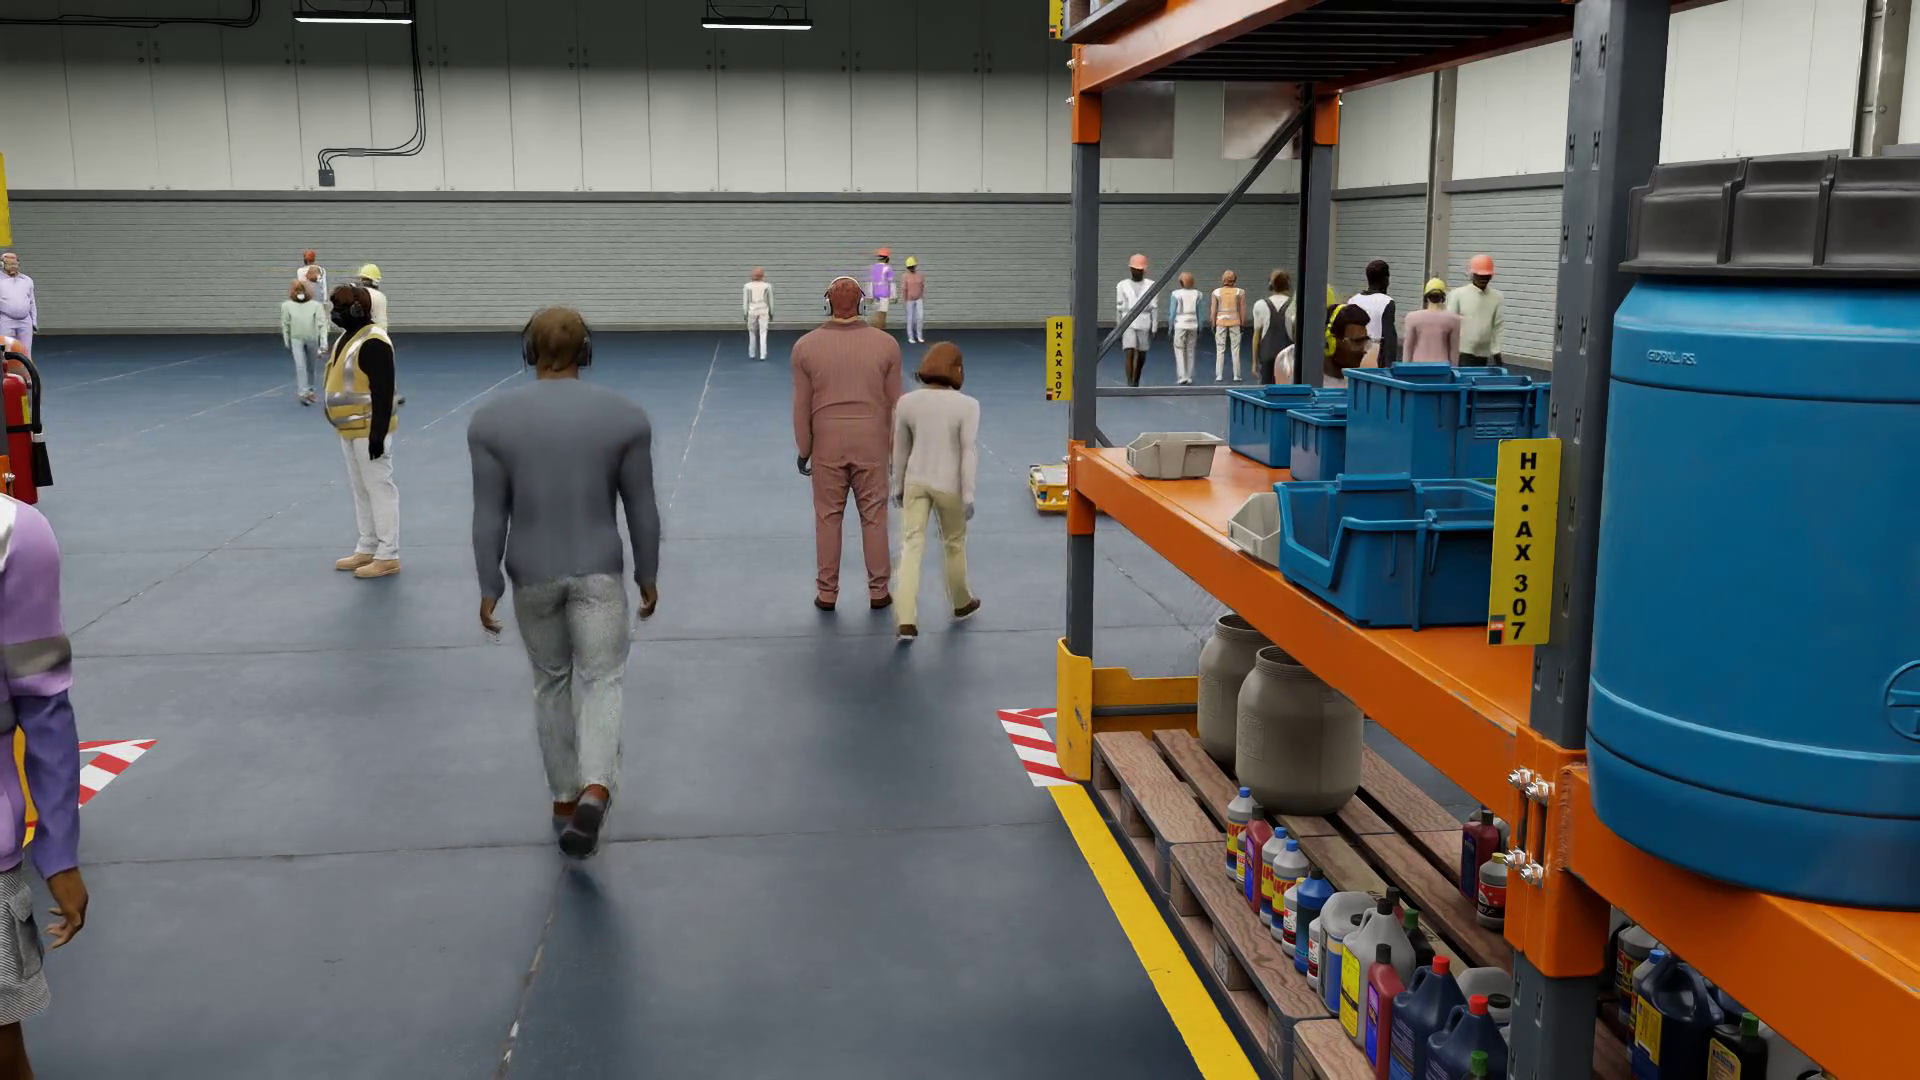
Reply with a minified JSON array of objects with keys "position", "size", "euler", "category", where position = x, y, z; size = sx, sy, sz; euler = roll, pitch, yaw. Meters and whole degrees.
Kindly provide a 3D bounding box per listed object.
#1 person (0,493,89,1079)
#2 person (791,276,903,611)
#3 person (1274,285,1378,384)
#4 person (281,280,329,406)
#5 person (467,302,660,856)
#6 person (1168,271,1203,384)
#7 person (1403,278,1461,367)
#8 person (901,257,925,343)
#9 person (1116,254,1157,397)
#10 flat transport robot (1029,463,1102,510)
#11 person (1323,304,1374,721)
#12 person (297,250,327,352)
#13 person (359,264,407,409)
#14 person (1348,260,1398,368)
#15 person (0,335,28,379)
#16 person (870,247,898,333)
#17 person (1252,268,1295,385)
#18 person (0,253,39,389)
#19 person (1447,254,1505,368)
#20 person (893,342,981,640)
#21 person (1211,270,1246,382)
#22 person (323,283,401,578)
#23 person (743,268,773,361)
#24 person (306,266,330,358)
[{"position":[-1.922,0.577,3.004],"size":[0.614,2.042,0.373],"euler":[-4,11,-23],"category":"person"},{"position":[-0.635,-0.543,9.505],"size":[0.642,1.913,0.410],"euler":[-1,10,-5],"category":"person"},{"position":[1.952,-0.432,8.912],"size":[0.644,1.898,0.450],"euler":[9,13,40],"category":"person"},{"position":[-8.327,-2.507,21.164],"size":[0.518,1.575,0.886],"euler":[-4,11,-23],"category":"person"},{"position":[-1.367,0.139,5.779],"size":[0.642,1.919,0.829],"euler":[-2,10,-9],"category":"person"},{"position":[3.277,-3.070,24.146],"size":[0.527,1.648,0.338],"euler":[-3,11,-18],"category":"person"},{"position":[4.526,-1.635,15.993],"size":[0.533,1.728,0.603],"euler":[2,11,10],"category":"person"},{"position":[-0.947,-4.797,33.333],"size":[0.535,1.716,0.631],"euler":[-4,11,-20],"category":"person"},{"position":[2.374,-2.907,22.468],"size":[0.553,1.911,0.782],"euler":[0,10,1],"category":"person"},{"position":[0.920,-0.435,13.411],"size":[0.652,0.197,1.431],"euler":[0,10,-1],"category":"flat transport robot"},{"position":[1.573,-0.122,7.370],"size":[0.583,1.848,0.526],"euler":[9,14,41],"category":"person"},{"position":[-11.935,-4.388,30.657],"size":[0.351,1.884,0.581],"euler":[6,12,31],"category":"person"},{"position":[-7.166,-2.453,20.309],"size":[0.608,1.787,0.905],"euler":[3,11,14],"category":"person"},{"position":[3.809,-1.626,15.420],"size":[0.391,1.919,0.590],"euler":[-6,12,-30],"category":"person"},{"position":[-7.367,-0.994,12.615],"size":[0.539,1.684,0.363],"euler":[-3,11,-16],"category":"person"},{"position":[-1.504,-4.991,33.895],"size":[0.553,1.904,0.799],"euler":[9,14,40],"category":"person"},{"position":[3.163,-1.798,16.616],"size":[0.513,1.829,0.606],"euler":[2,11,13],"category":"person"},{"position":[-13.171,-3.033,23.172],"size":[0.411,1.908,0.643],"euler":[8,13,36],"category":"person"},{"position":[5.198,-1.889,16.755],"size":[0.609,1.951,0.697],"euler":[-3,11,-17],"category":"person"},{"position":[-0.133,-0.277,8.967],"size":[0.529,1.570,0.906],"euler":[4,11,21],"category":"person"},{"position":[3.958,-3.154,24.557],"size":[0.515,1.642,0.314],"euler":[2,11,12],"category":"person"},{"position":[-3.769,-0.688,10.493],"size":[0.430,1.844,0.624],"euler":[-8,13,-36],"category":"person"},{"position":[-3.495,-3.905,28.805],"size":[0.539,1.584,0.877],"euler":[-3,11,-14],"category":"person"},{"position":[-11.380,-4.028,29.385],"size":[0.385,1.620,0.527],"euler":[2,11,13],"category":"person"}]
